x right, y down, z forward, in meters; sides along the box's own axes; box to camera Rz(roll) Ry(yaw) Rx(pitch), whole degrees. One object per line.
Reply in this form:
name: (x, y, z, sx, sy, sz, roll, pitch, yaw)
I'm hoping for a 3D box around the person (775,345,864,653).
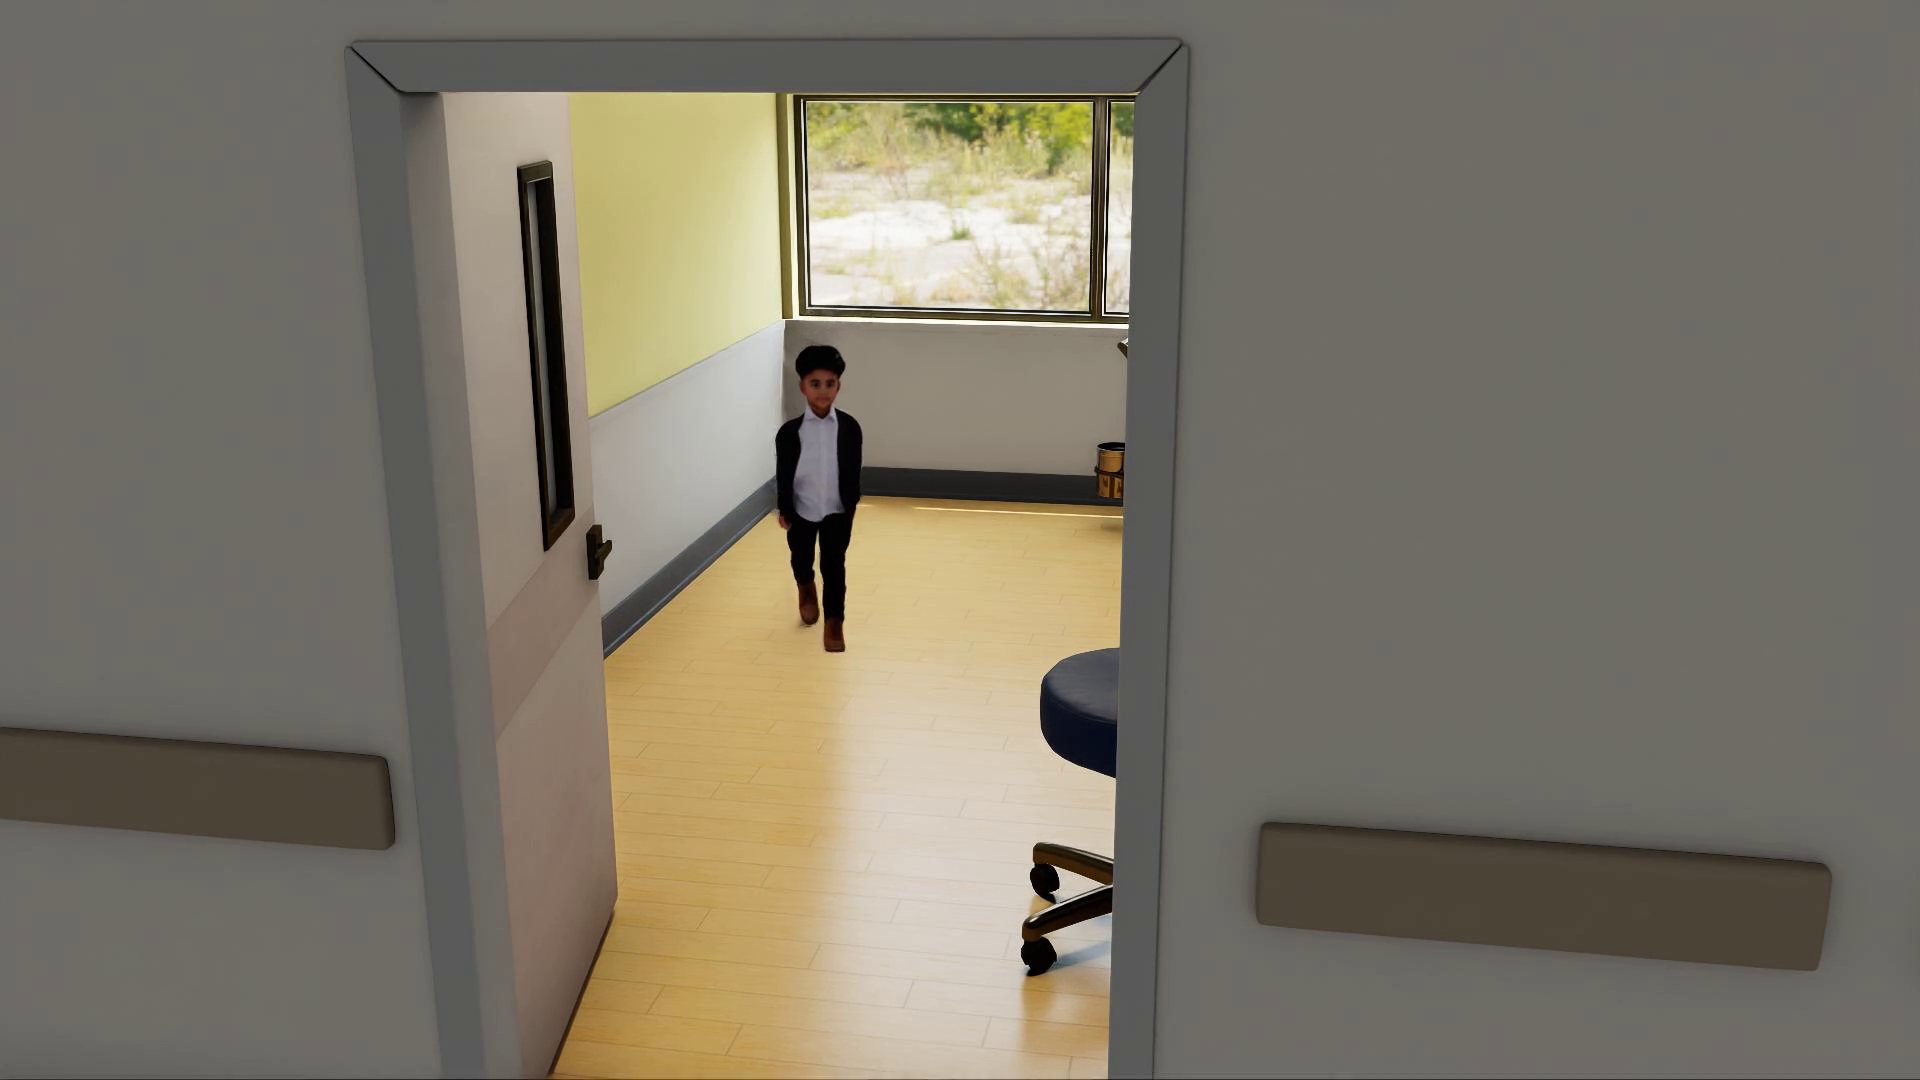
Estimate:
person: (-0.582, -0.181, 6.719, 0.821, 1.209, 0.698, -1, 16, -5)
